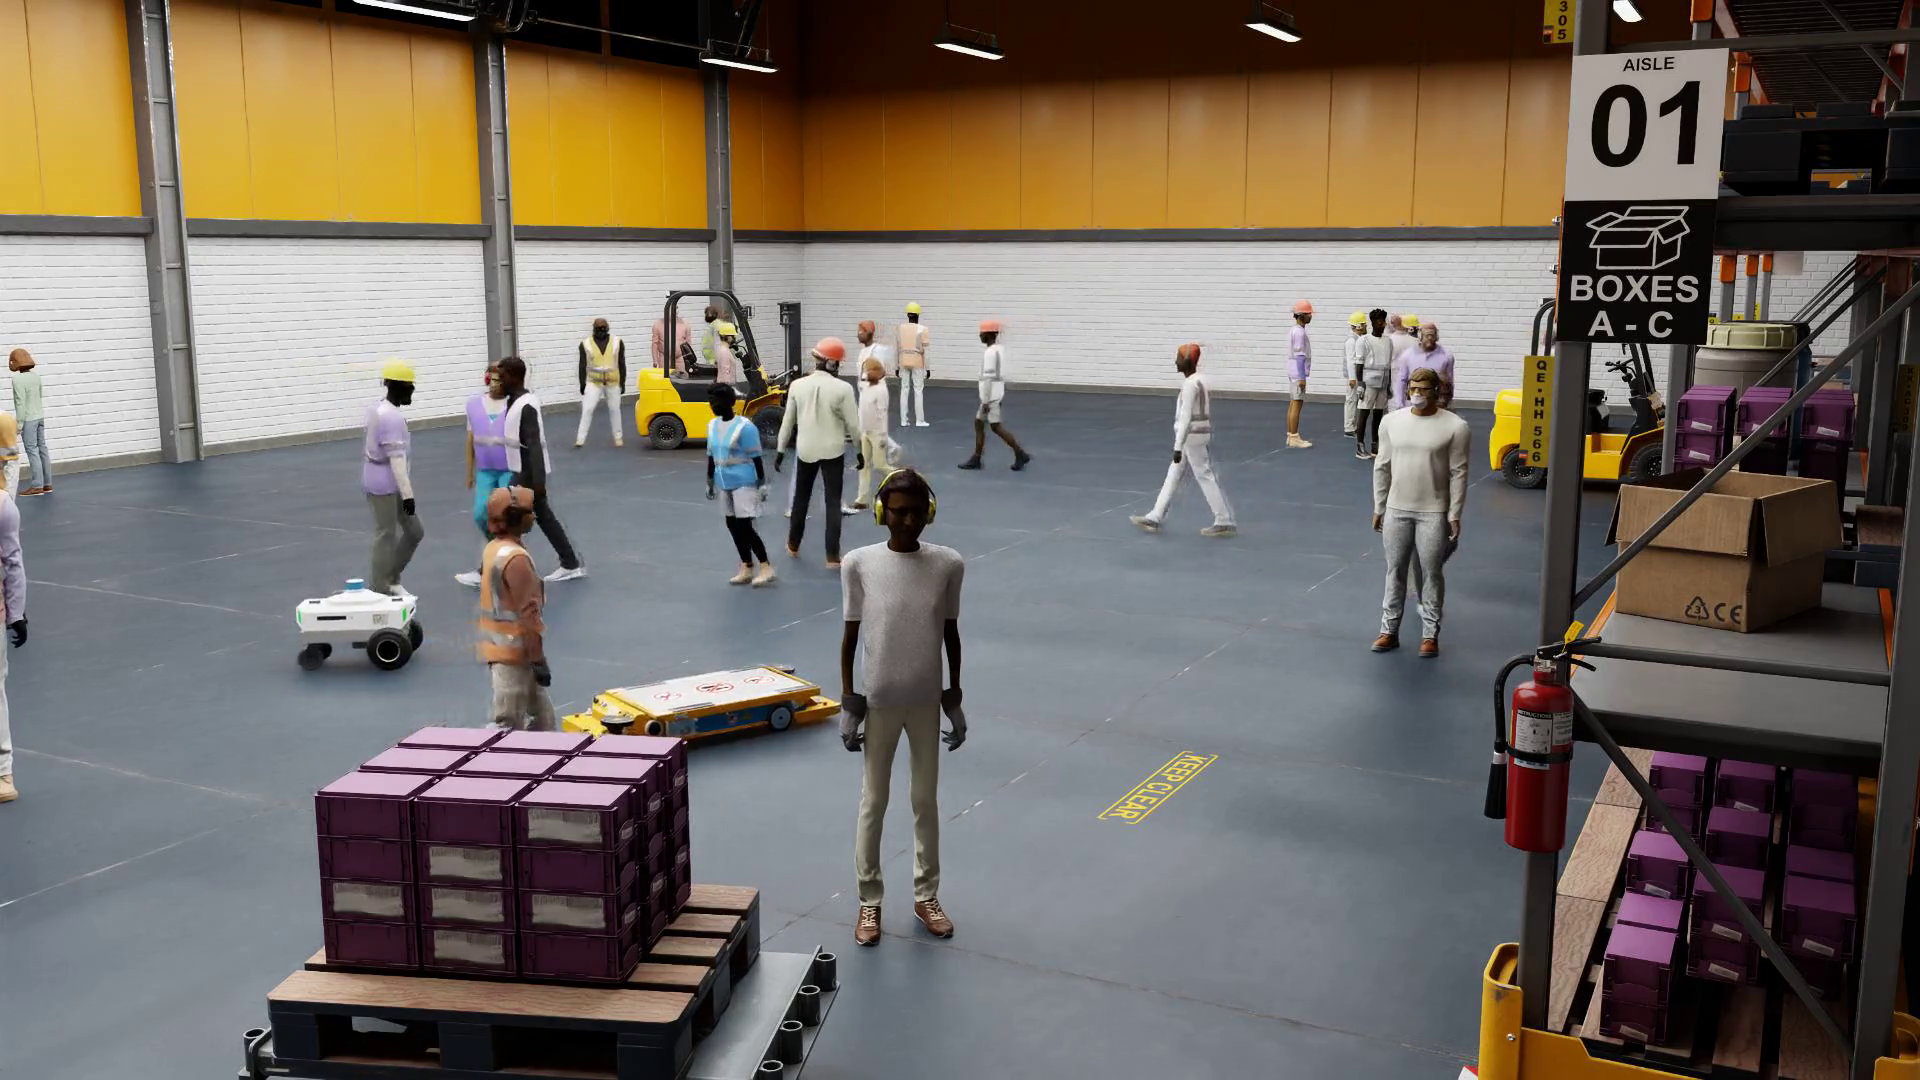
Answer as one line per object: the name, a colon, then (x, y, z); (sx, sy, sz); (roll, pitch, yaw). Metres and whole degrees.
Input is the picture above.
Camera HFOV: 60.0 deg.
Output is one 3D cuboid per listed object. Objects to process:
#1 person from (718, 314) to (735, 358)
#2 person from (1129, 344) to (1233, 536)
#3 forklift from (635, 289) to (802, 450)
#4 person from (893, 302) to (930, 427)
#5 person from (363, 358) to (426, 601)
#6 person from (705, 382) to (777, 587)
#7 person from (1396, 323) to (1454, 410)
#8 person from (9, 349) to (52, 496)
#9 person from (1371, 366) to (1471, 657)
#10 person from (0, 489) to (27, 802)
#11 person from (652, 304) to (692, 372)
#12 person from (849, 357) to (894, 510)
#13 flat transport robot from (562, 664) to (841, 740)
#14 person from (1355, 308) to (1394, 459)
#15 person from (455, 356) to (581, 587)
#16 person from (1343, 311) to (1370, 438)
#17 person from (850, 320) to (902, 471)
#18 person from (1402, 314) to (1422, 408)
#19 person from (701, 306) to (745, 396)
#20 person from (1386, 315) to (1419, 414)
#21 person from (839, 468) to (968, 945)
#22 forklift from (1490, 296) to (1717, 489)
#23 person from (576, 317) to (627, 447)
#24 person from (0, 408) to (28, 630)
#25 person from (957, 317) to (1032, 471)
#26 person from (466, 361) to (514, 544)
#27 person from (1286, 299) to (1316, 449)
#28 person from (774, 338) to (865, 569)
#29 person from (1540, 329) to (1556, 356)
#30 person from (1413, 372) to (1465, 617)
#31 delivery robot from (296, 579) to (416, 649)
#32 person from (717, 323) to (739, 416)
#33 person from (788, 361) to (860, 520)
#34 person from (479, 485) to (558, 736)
person: (-4.180, -3.131, 29.035); (0.499, 1.633, 0.281); (-1, 10, -4)
person: (2.143, -0.940, 15.775); (1.010, 1.827, 0.600); (2, 10, 13)
forklift: (-3.358, -2.392, 23.136); (2.313, 2.155, 1.214); (-1, 10, -5)
person: (-0.728, -2.700, 25.690); (0.595, 1.925, 0.375); (4, 10, 21)
person: (-4.254, -0.409, 12.516); (0.506, 1.901, 0.588); (-2, 10, -10)
person: (-1.808, -0.447, 13.383); (0.549, 1.661, 0.421); (9, 13, 42)
person: (5.519, -1.647, 19.766); (0.648, 1.872, 0.948); (3, 10, 16)
person: (-10.347, -1.308, 18.482); (0.286, 1.632, 0.500); (0, 10, -1)
person: (3.060, -0.188, 11.114); (0.627, 1.941, 0.370); (6, 11, 30)
person: (-4.875, 0.387, 8.067); (0.622, 1.845, 0.430); (-5, 11, -26)
person: (-4.660, -2.906, 26.949); (0.646, 1.904, 0.401); (-2, 10, -12)
person: (-0.861, -1.104, 17.363); (0.684, 1.616, 0.516); (-5, 11, -28)
flat transport robot: (-1.450, 0.941, 9.403); (1.431, 0.197, 0.652); (-7, 12, -36)
person: (5.437, -2.048, 21.799); (0.606, 1.967, 0.367); (-5, 11, -29)
person: (-3.573, -0.553, 13.451); (1.025, 1.861, 0.616); (-4, 11, -23)
person: (5.789, -2.410, 24.272); (0.404, 1.835, 0.600); (4, 11, 23)
person: (-1.057, -1.768, 20.463); (0.540, 1.868, 0.598); (-5, 11, -29)
person: (6.318, -2.266, 23.452); (0.404, 1.833, 0.589); (-2, 10, -10)
person: (-4.078, -3.059, 28.133); (0.747, 1.801, 0.655); (-3, 10, -17)
person: (5.882, -2.107, 22.487); (0.633, 1.852, 0.956); (-5, 11, -28)
person: (-0.222, 0.644, 6.501); (0.510, 1.871, 0.328); (-2, 10, -14)
forklift: (7.296, -1.677, 18.993); (2.313, 2.155, 1.214); (5, 11, 27)
person: (-4.955, -2.178, 23.026); (0.691, 1.816, 0.441); (-3, 10, -15)
person: (-6.964, -0.311, 11.859); (0.543, 1.927, 0.375); (3, 10, 19)
person: (0.440, -1.794, 20.512); (0.929, 1.904, 0.552); (2, 10, 11)
person: (-3.746, -0.546, 13.542); (0.588, 1.816, 0.485); (1, 10, 6)
person: (4.698, -2.285, 22.963); (0.365, 2.040, 0.607); (1, 10, 4)
person: (-1.222, -0.766, 14.408); (0.815, 1.950, 0.798); (2, 10, 11)
person: (8.263, -2.117, 23.197); (0.502, 1.623, 0.513); (0, 10, -2)
person: (3.493, -0.344, 12.337); (0.514, 1.821, 0.527); (-1, 10, -8)
delivery robot: (-3.940, 0.500, 10.862); (0.707, 0.478, 0.477); (-1, 10, -8)
person: (-3.079, -1.995, 22.076); (0.323, 1.767, 0.533); (-2, 10, -10)
person: (-1.384, -1.058, 16.799); (0.696, 1.712, 0.538); (5, 11, 26)
person: (-2.155, 0.545, 7.823); (0.751, 1.613, 0.510); (-4, 11, -21)
